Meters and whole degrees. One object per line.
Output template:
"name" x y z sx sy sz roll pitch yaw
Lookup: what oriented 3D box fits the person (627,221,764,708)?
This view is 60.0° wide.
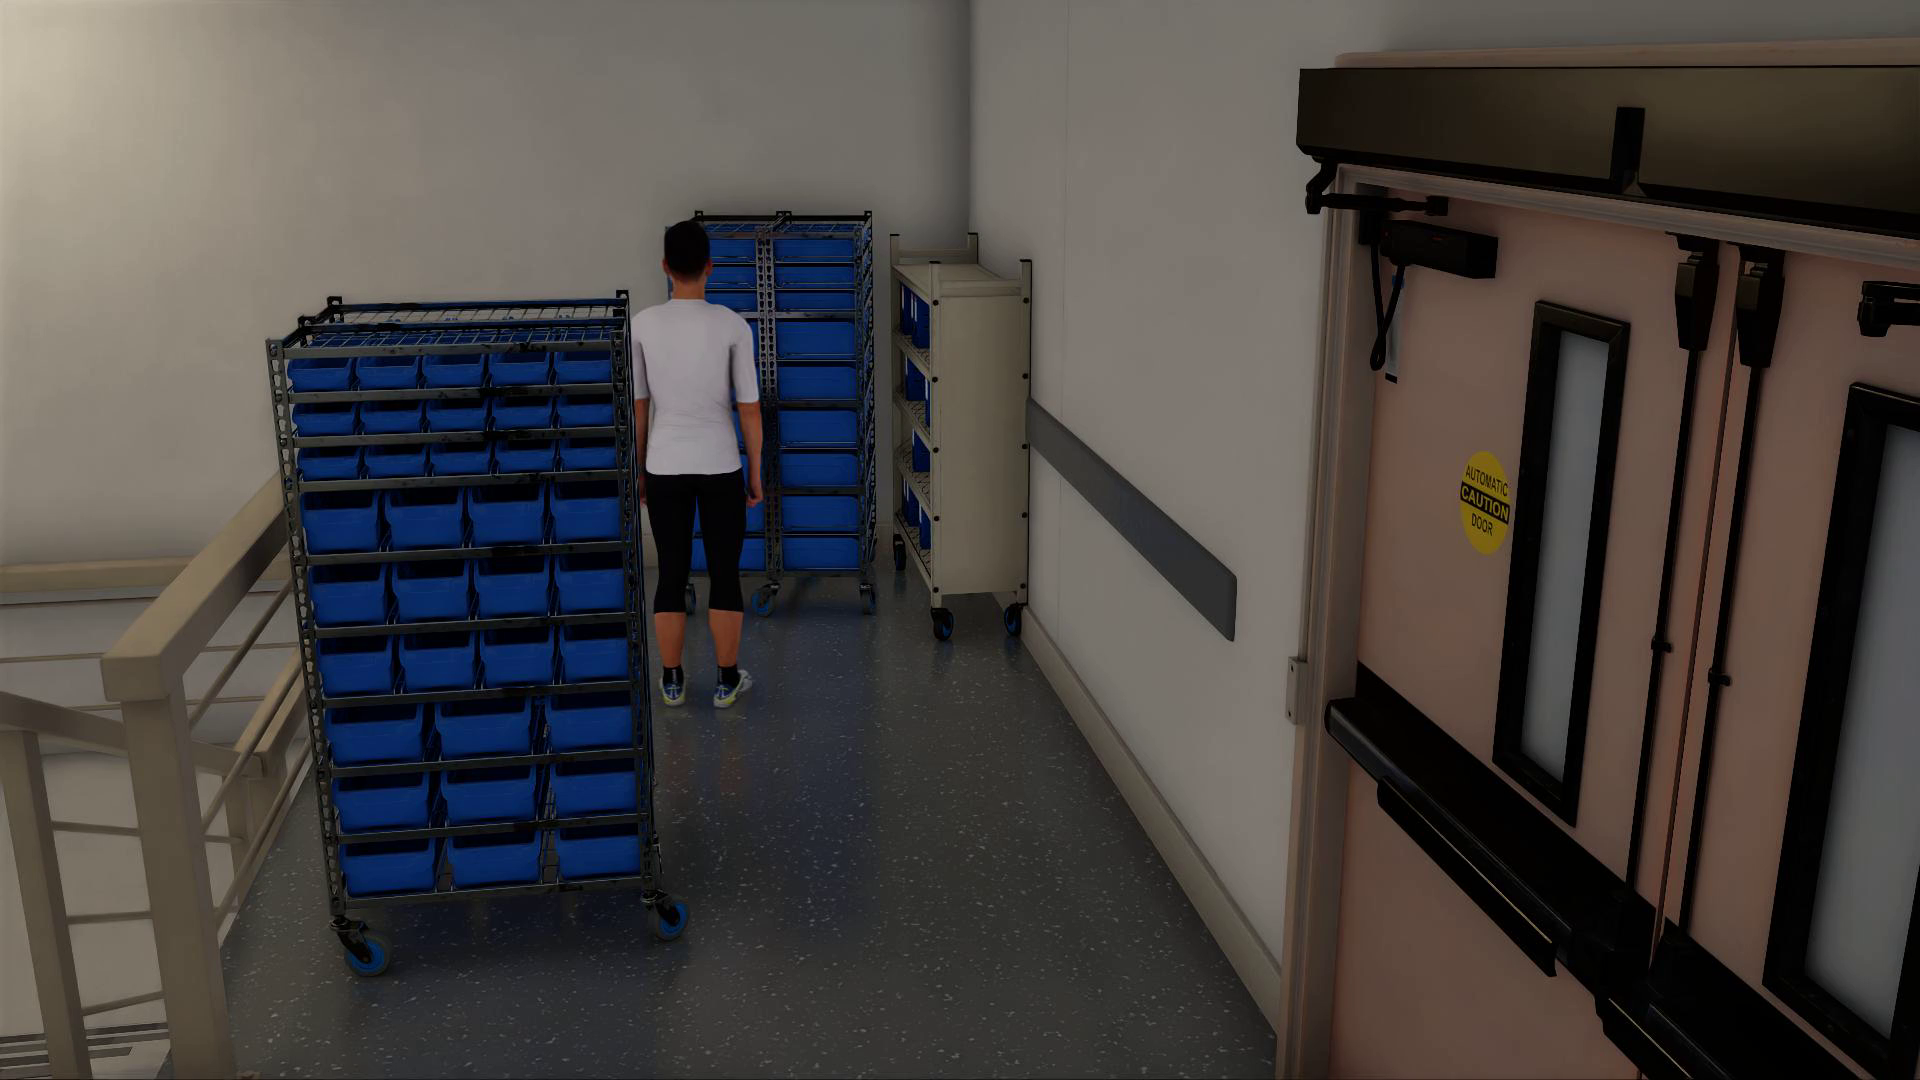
"person" -1.007 -0.272 6.308 0.694 1.848 0.609 0 16 0
